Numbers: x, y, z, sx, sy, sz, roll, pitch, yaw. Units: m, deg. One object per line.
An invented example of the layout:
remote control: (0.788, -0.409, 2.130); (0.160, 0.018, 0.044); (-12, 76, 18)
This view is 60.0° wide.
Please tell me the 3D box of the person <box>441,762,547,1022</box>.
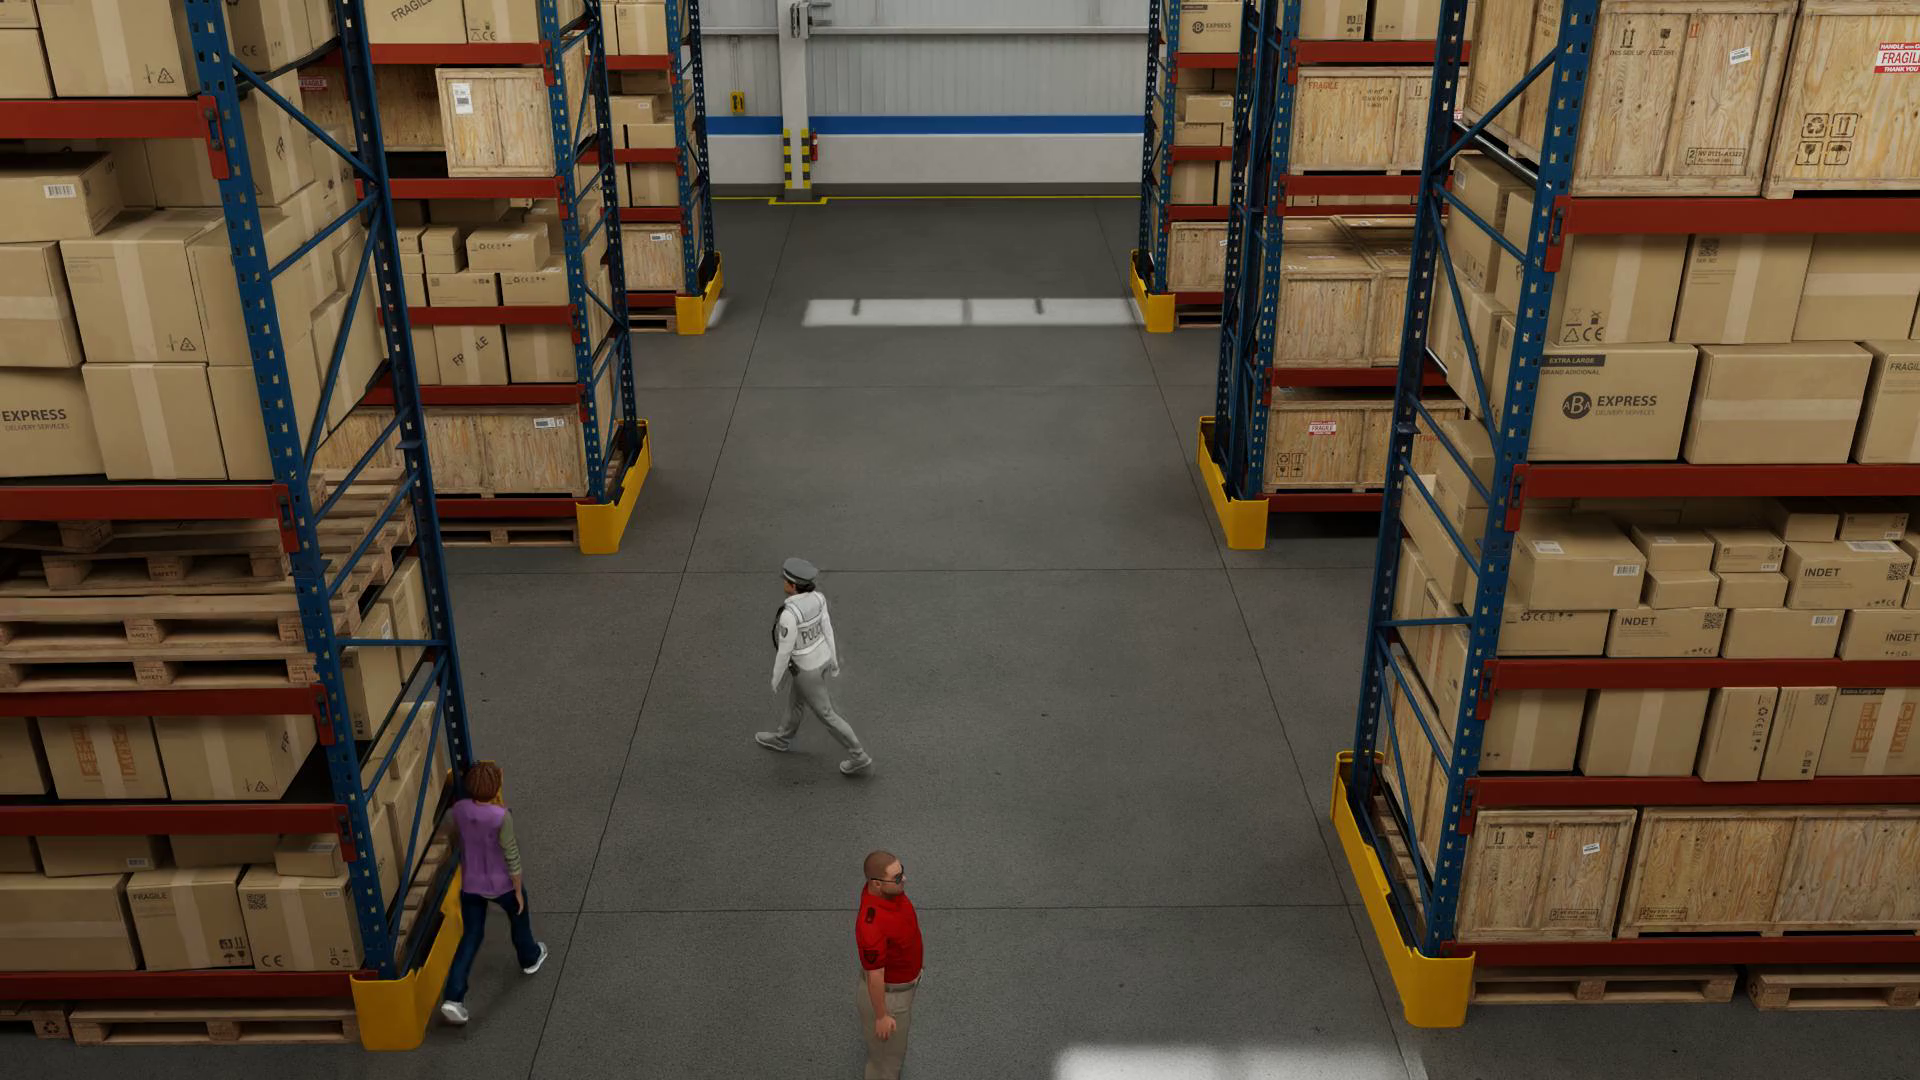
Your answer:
person: (-2.754, 2.035, 9.749); (0.426, 1.576, 0.889); (5, 25, 10)

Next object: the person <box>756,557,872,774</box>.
person: (-1.111, 0.906, 12.052); (1.025, 1.630, 0.505); (10, 27, 21)

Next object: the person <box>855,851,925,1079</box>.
person: (-0.363, 2.382, 8.825); (0.366, 1.730, 0.526); (1, 25, 3)
